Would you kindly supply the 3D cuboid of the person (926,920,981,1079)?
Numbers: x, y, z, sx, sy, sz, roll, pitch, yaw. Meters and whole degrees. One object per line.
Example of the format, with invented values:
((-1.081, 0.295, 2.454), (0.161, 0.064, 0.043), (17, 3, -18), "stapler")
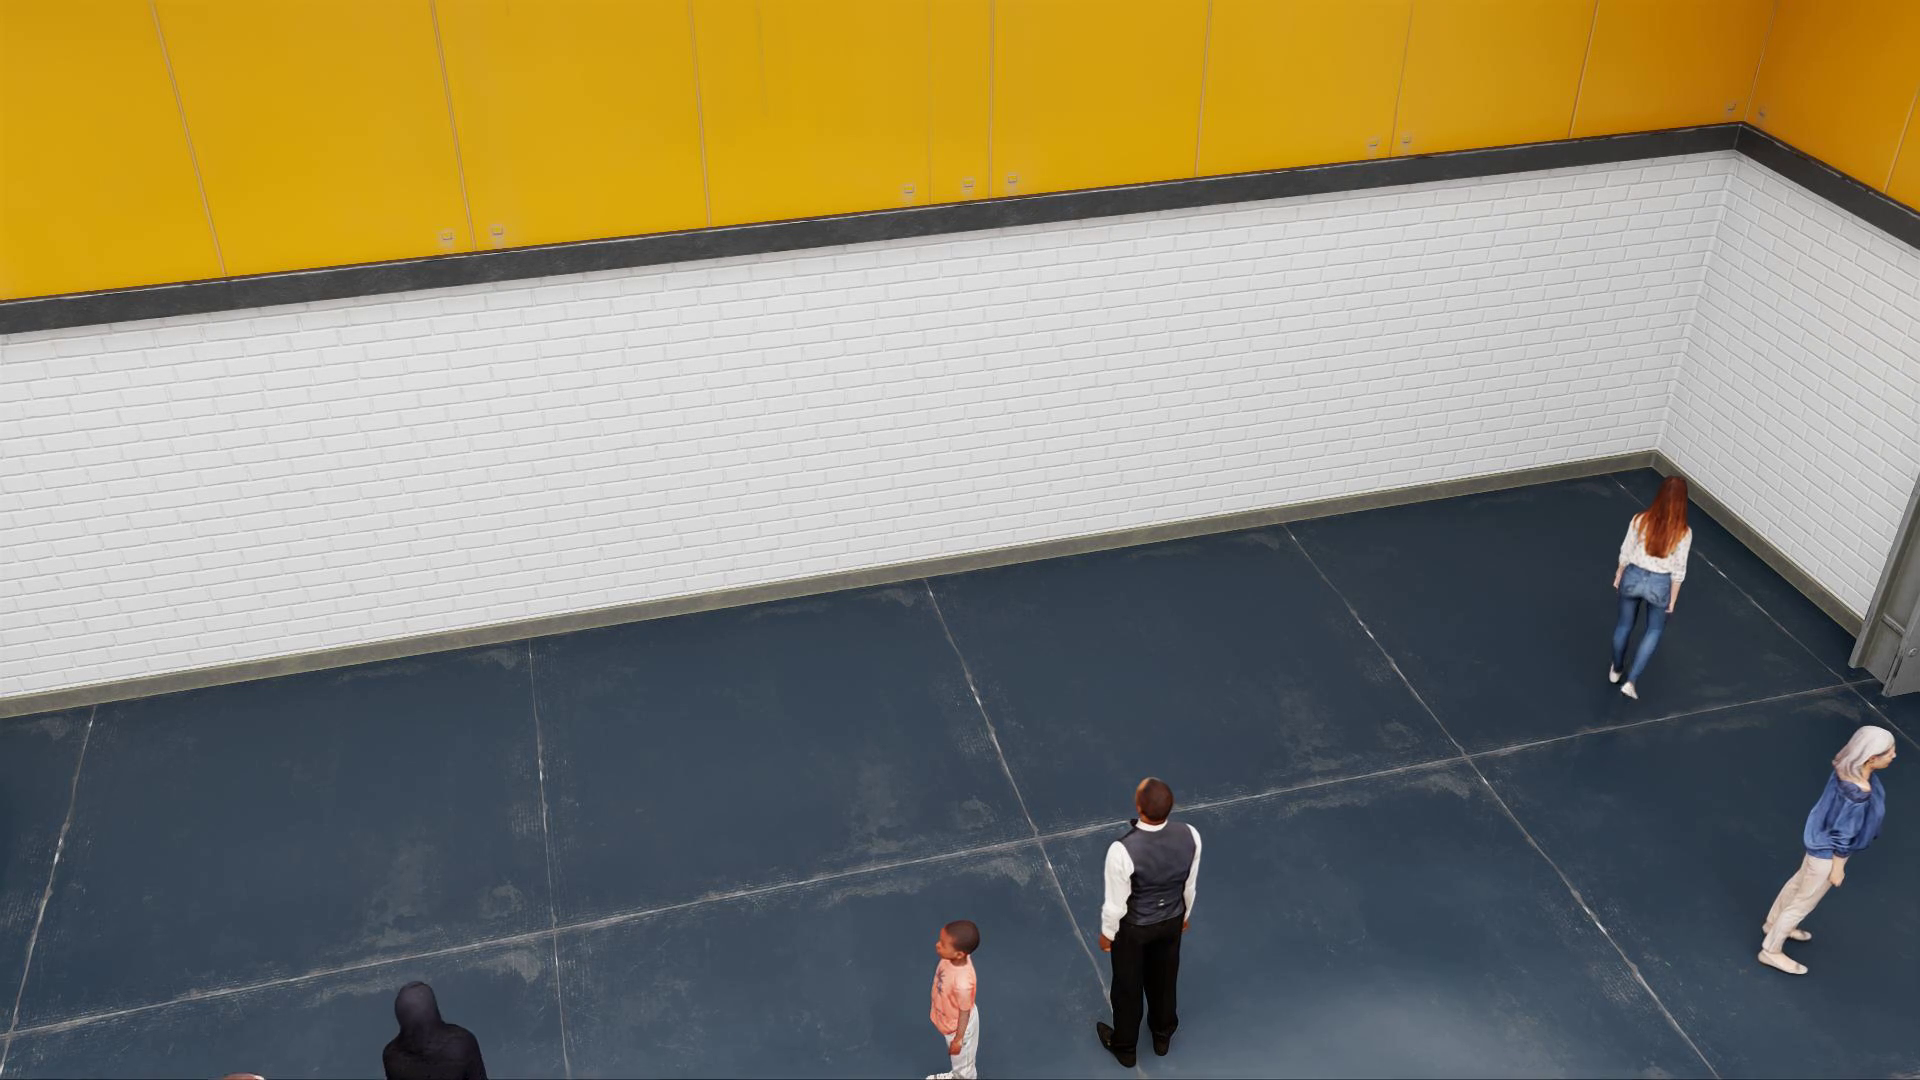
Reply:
((-0.008, 2.423, 8.484), (0.549, 1.311, 0.426), (-6, 34, -9), "person")

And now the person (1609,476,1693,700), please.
((4.631, 0.340, 11.247), (0.859, 1.722, 0.909), (20, 39, 27), "person")

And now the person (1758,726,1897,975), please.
((4.816, 1.700, 9.226), (0.782, 1.693, 0.708), (14, 36, 20), "person")

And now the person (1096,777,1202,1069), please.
((0.969, 1.977, 8.606), (0.704, 1.917, 0.606), (-12, 35, -17), "person")

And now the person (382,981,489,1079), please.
((-2.397, 2.727, 7.756), (0.633, 1.610, 0.831), (-6, 34, -9), "person")
